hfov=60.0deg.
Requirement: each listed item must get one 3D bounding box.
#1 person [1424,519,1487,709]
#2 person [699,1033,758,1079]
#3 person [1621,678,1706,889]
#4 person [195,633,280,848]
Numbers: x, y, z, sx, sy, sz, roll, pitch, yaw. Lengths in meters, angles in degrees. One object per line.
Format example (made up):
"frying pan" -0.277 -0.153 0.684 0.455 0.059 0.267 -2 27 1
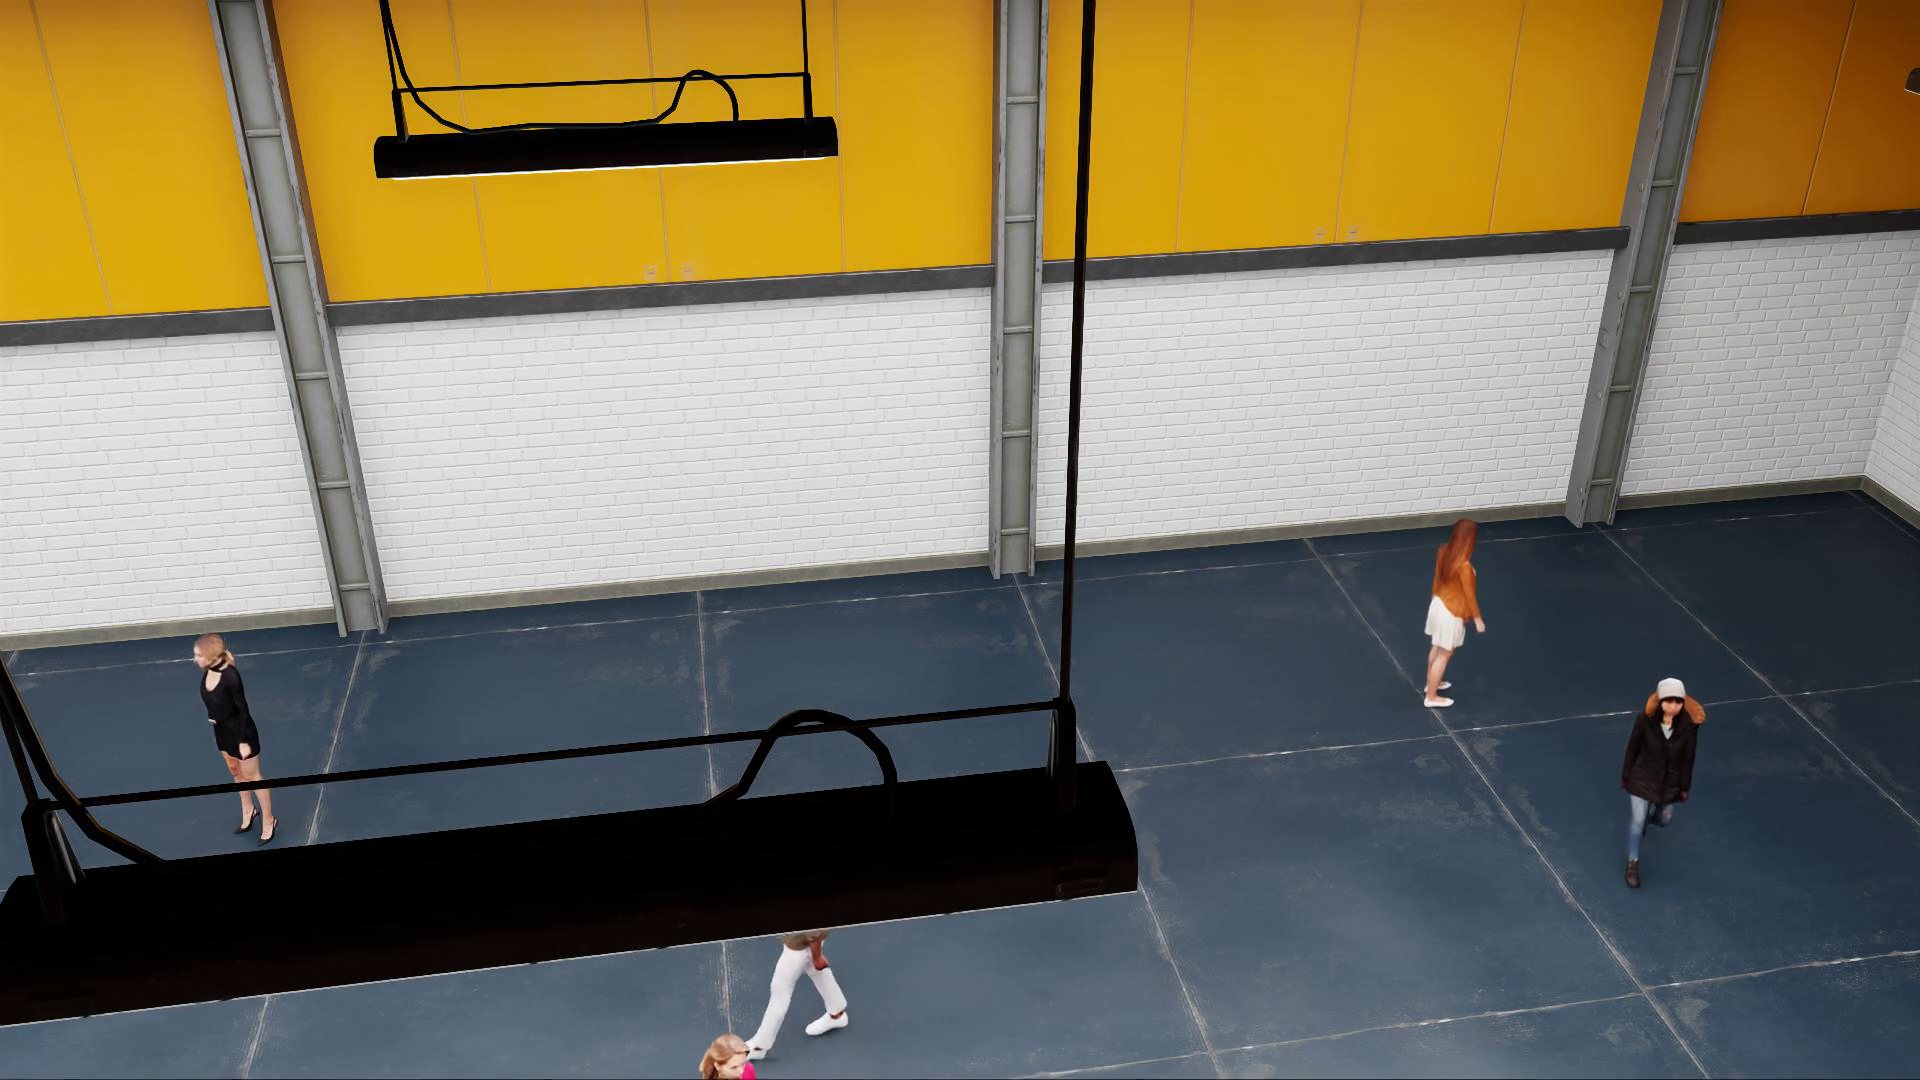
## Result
"person" 3.972 0.621 13.633 0.609 1.710 0.613 -6 29 -11
"person" -1.219 3.256 8.786 0.689 1.726 0.661 11 30 19
"person" 4.945 1.661 11.819 0.917 1.622 0.868 6 29 11
"person" -5.273 1.429 12.091 0.636 1.769 0.699 18 33 29
